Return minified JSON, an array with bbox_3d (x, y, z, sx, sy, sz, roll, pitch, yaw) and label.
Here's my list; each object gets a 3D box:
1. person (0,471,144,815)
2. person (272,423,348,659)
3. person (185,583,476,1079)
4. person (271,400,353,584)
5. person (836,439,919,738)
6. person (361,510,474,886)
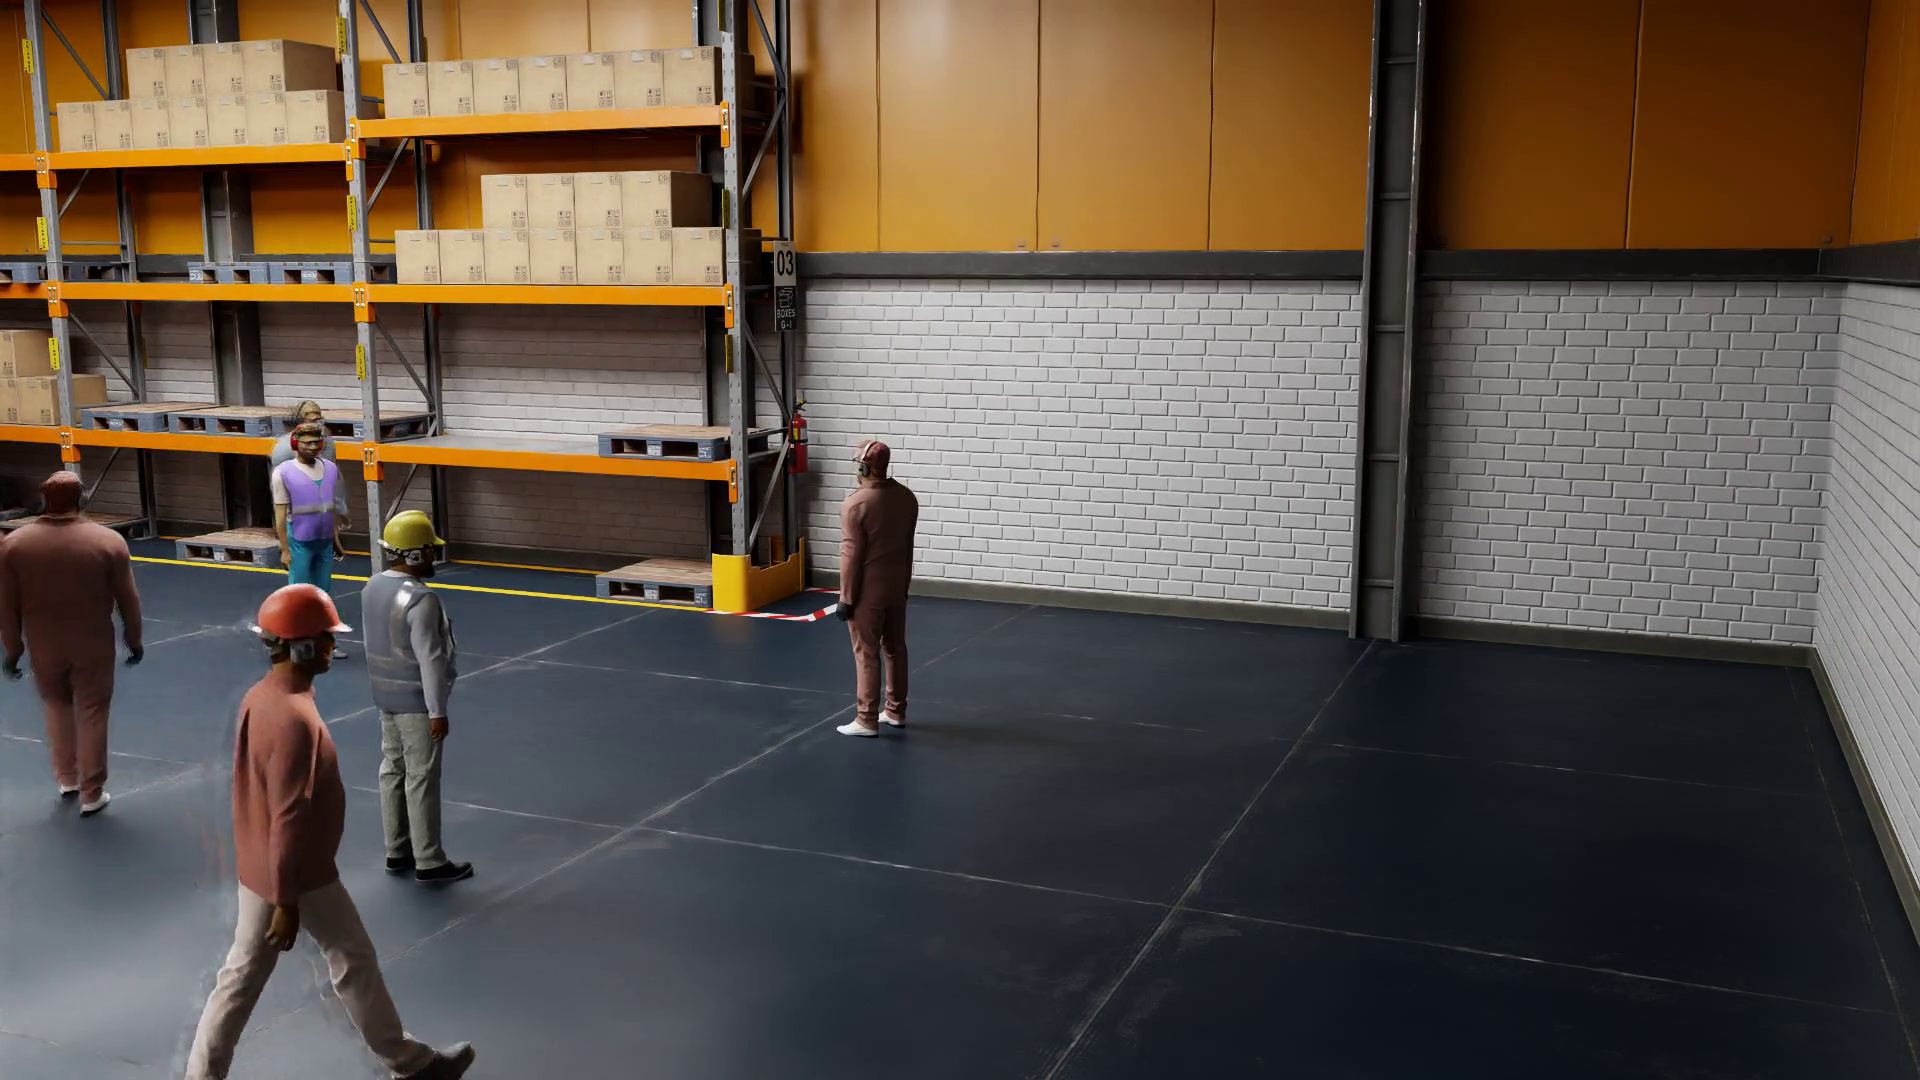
[{"bbox_3d":[-4.922,0.552,9.280,0.682,1.880,0.727,-3,10,-15],"label":"person"},{"bbox_3d":[-4.924,0.028,12.571,0.377,1.841,0.567,5,10,26],"label":"person"},{"bbox_3d":[-2.283,1.107,5.762,1.048,1.935,0.631,-7,12,-38],"label":"person"},{"bbox_3d":[-5.334,-0.198,13.726,0.466,1.918,0.624,3,10,16],"label":"person"},{"bbox_3d":[-0.559,0.308,10.670,0.409,1.913,0.642,7,12,38],"label":"person"},{"bbox_3d":[-2.668,0.764,8.138,0.592,1.833,0.404,9,13,43],"label":"person"}]
